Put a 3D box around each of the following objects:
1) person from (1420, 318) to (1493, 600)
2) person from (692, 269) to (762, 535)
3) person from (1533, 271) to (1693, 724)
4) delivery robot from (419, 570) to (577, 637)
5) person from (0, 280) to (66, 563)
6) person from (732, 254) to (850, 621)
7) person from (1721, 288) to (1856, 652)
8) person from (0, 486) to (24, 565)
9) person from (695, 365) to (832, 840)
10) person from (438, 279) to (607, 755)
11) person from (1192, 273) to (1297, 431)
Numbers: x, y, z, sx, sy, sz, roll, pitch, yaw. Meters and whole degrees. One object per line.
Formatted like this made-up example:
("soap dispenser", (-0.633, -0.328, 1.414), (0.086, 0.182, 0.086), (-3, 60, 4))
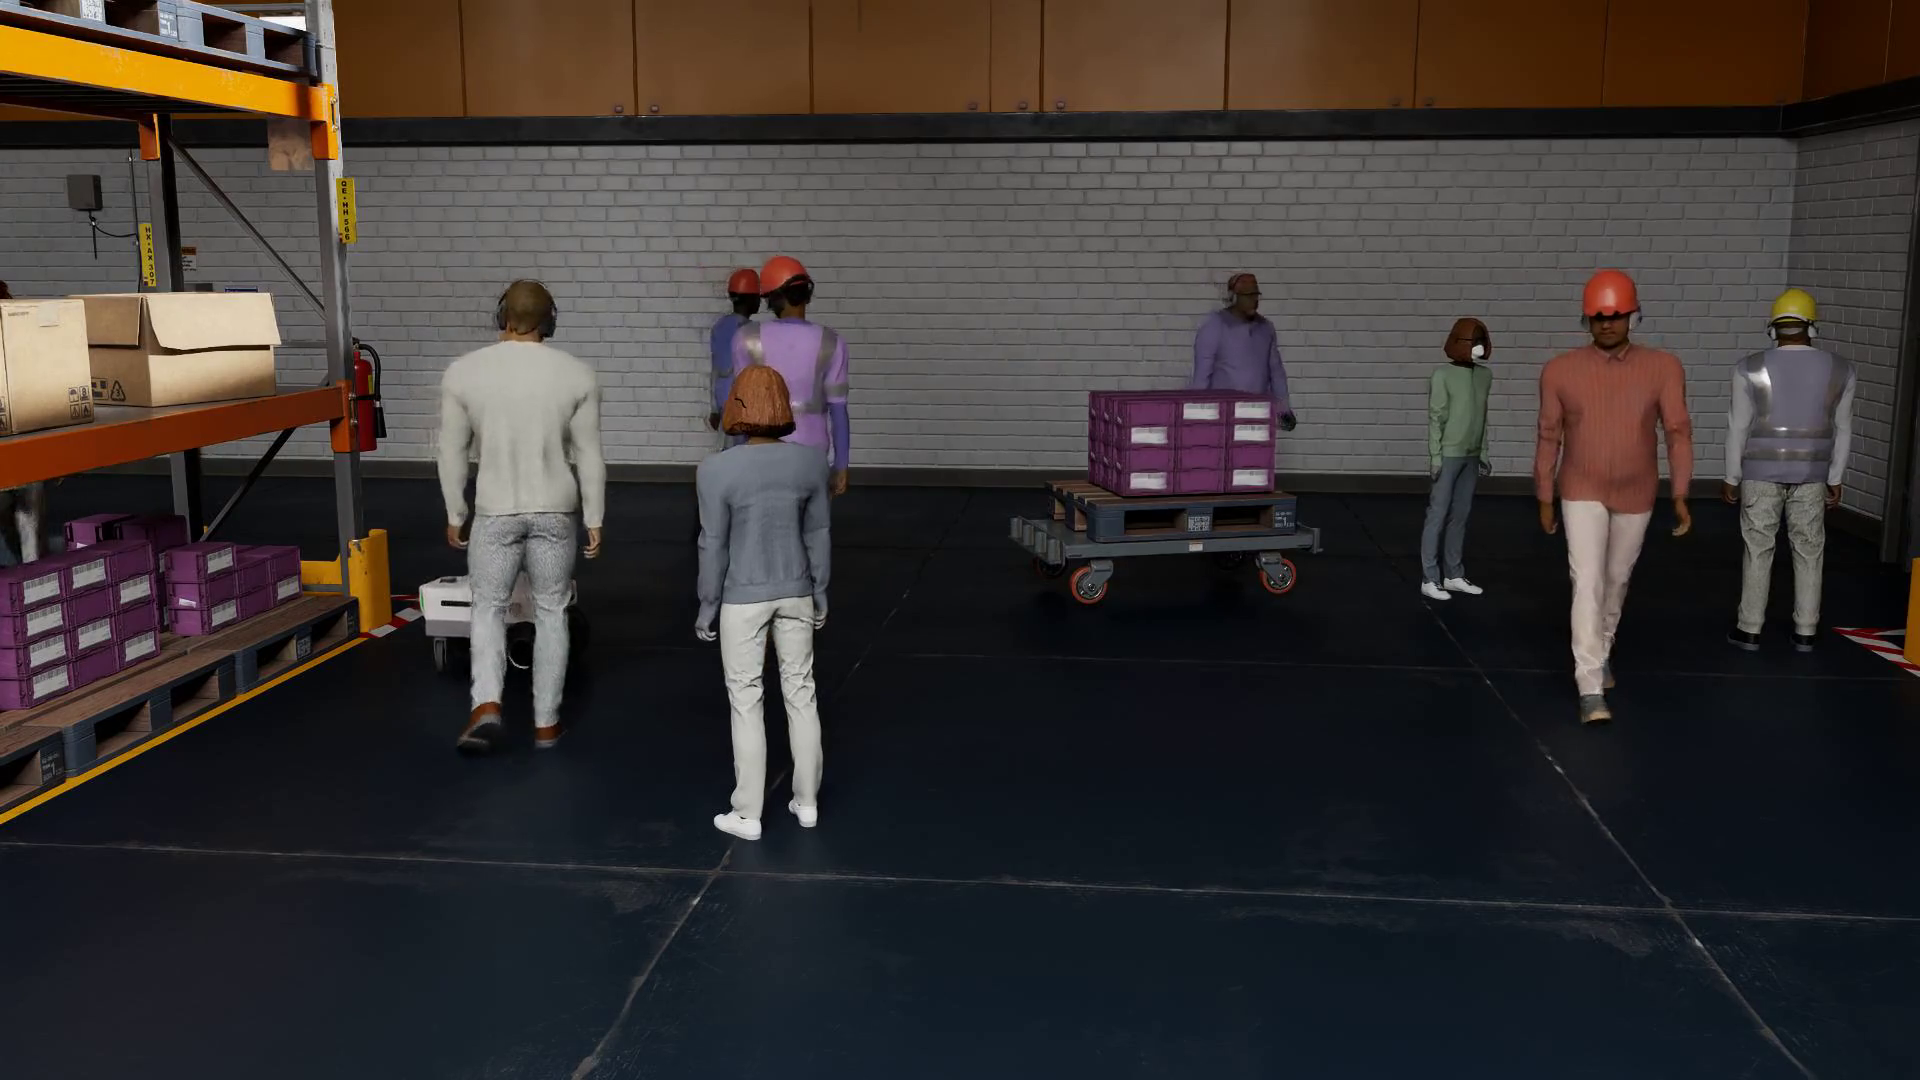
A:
("person", (2.911, -0.475, 9.695), (0.501, 1.633, 0.283), (-7, 12, -34))
("person", (-1.516, -0.987, 11.921), (1.012, 1.879, 0.563), (-7, 12, -36))
("person", (2.868, -0.212, 7.366), (0.616, 1.940, 1.066), (2, 10, 12))
("delivery robot", (-2.230, 0.307, 8.034), (0.707, 0.478, 0.477), (2, 10, 11))
("person", (-5.037, -0.435, 8.751), (0.582, 1.882, 0.338), (-6, 12, -32))
("person", (-0.872, -0.473, 8.628), (0.609, 2.004, 0.954), (-1, 10, -8))
("person", (4.146, -0.344, 8.386), (0.591, 1.829, 0.404), (2, 10, 11))
("person", (-5.152, -0.307, 8.826), (0.794, 1.599, 0.521), (-7, 12, -33))
("person", (-0.674, 0.216, 5.740), (0.507, 1.633, 0.276), (-6, 12, -32))
("person", (-1.747, -0.083, 6.679), (0.663, 1.908, 0.641), (-2, 10, -11))
("person", (1.970, -0.874, 11.342), (0.653, 1.854, 1.013), (-7, 12, -35))
